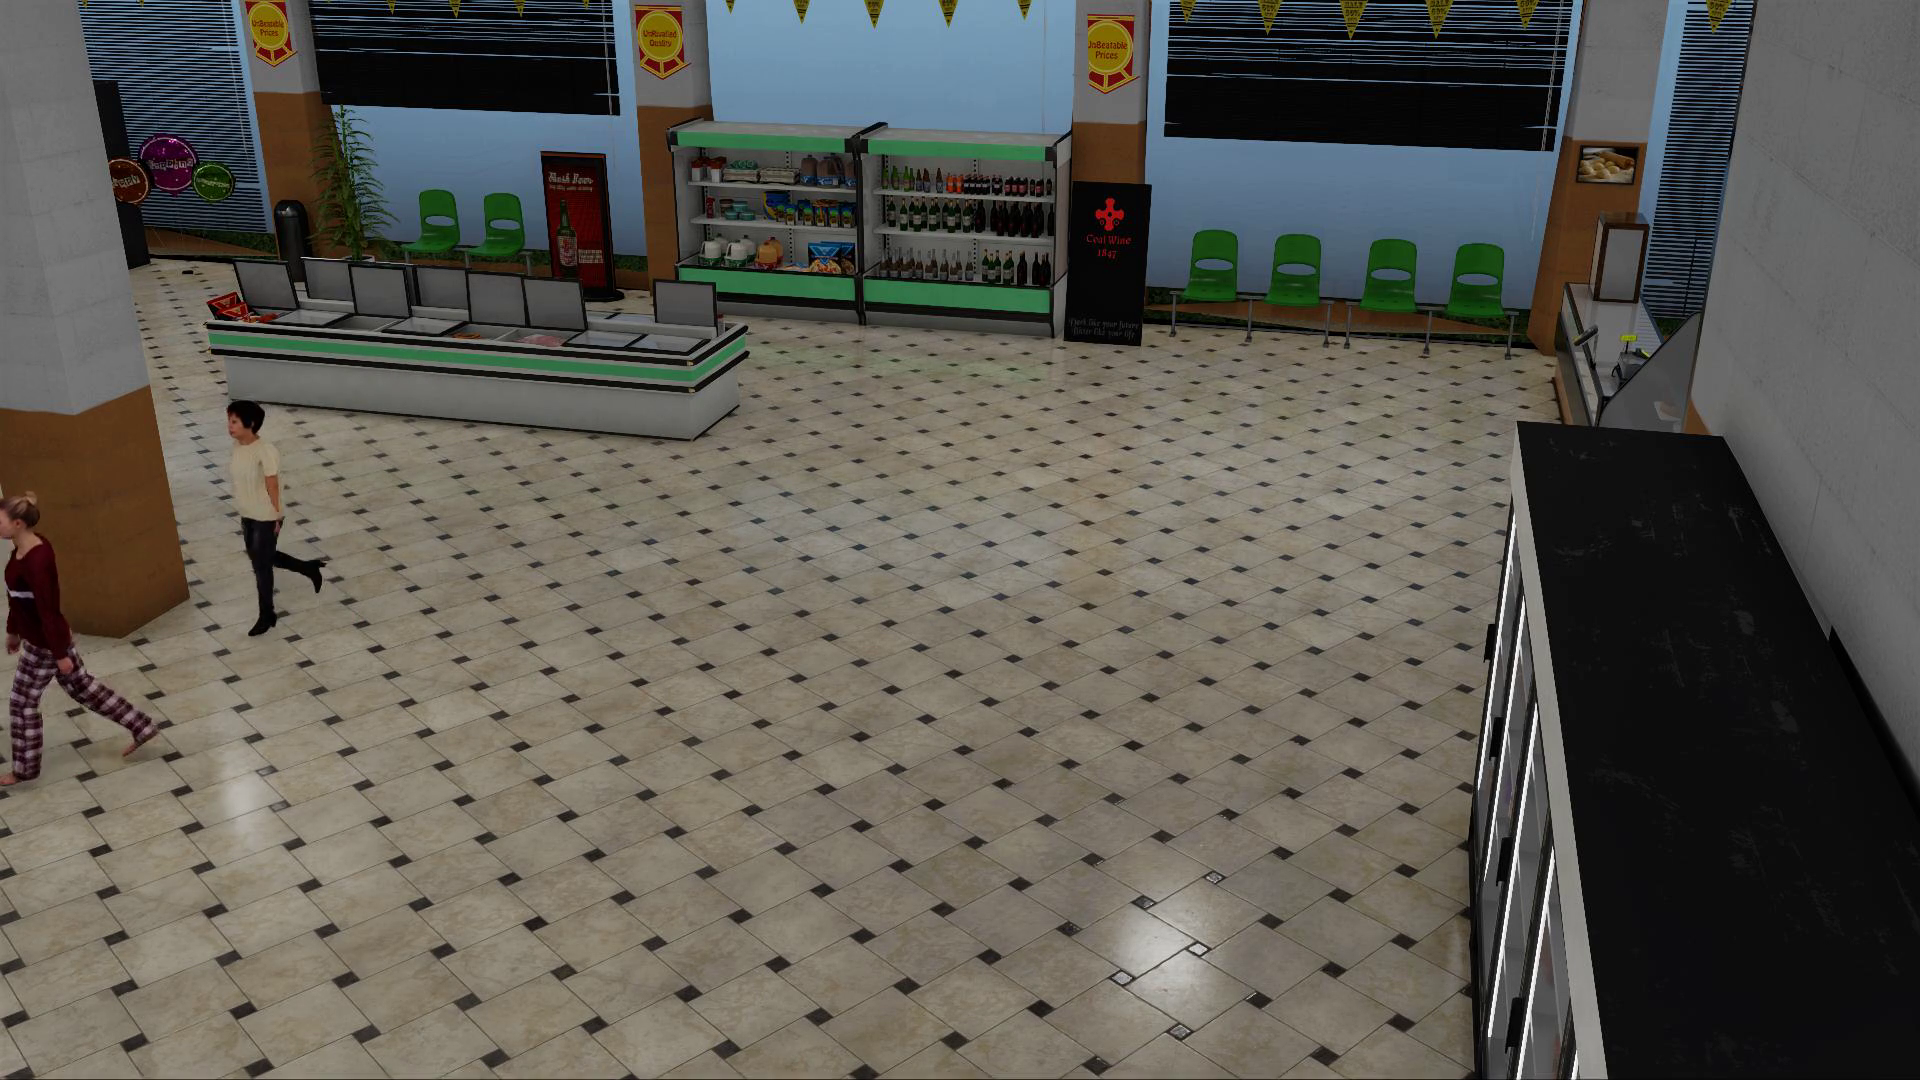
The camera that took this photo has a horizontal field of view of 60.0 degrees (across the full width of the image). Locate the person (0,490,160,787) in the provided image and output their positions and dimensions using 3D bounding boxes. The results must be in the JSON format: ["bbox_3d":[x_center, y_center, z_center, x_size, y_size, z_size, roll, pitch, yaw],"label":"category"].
[{"bbox_3d":[-4.916,0.531,9.115,1.140,1.657,1.044,-10,24,-24],"label":"person"}]

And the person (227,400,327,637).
[{"bbox_3d":[-4.549,-0.170,10.977,0.924,1.570,0.853,15,27,33],"label":"person"}]
